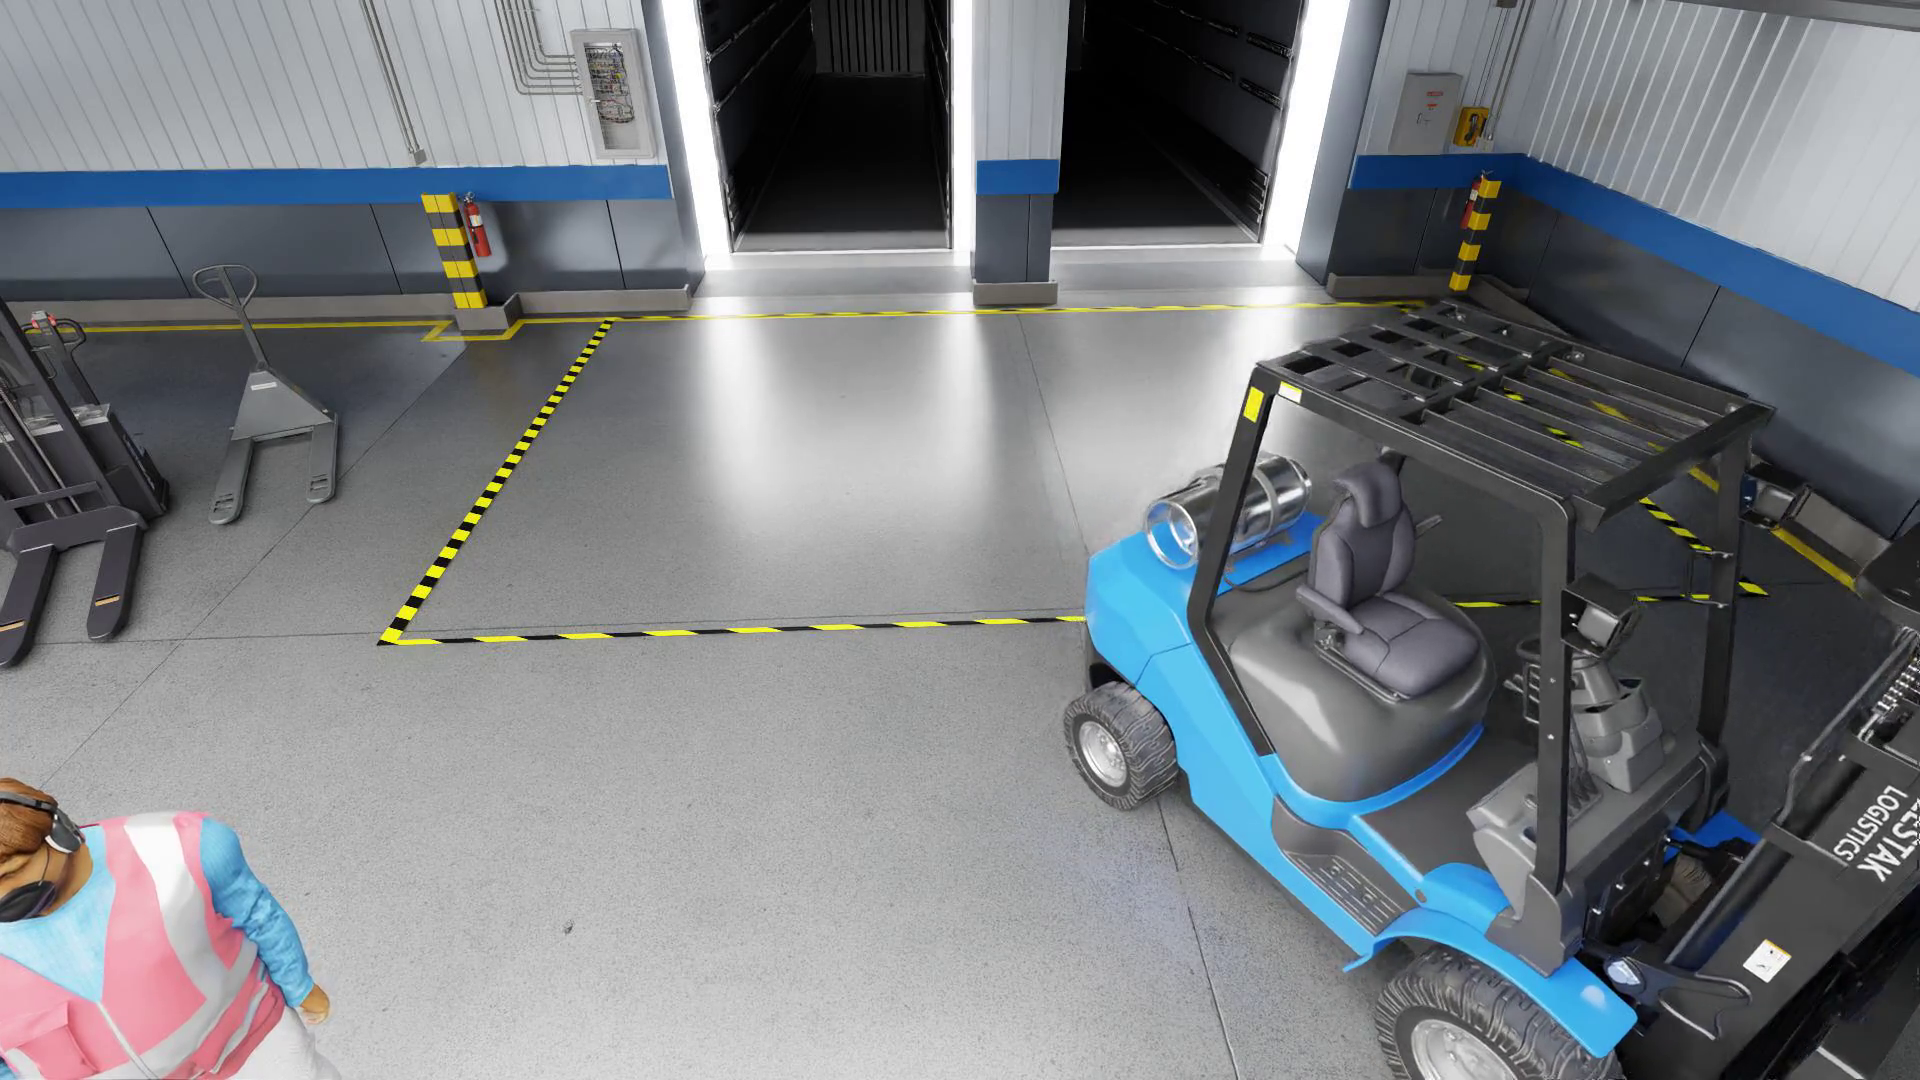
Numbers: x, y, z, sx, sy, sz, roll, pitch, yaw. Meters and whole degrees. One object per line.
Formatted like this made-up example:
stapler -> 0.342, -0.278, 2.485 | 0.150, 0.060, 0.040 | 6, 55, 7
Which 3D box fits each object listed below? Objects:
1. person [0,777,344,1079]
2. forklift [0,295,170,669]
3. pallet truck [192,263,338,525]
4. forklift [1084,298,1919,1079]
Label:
person -> -1.953, 1.270, 2.300 | 0.618, 1.844, 0.430 | -26, 42, -32
forklift -> -5.212, -0.618, 4.878 | 0.823, 1.965, 1.885 | -20, 39, -26
pallet truck -> -4.778, -1.027, 6.128 | 0.680, 1.201, 1.601 | -17, 38, -23
forklift -> 1.637, 0.378, 3.136 | 1.157, 2.036, 2.680 | -21, 40, -27
